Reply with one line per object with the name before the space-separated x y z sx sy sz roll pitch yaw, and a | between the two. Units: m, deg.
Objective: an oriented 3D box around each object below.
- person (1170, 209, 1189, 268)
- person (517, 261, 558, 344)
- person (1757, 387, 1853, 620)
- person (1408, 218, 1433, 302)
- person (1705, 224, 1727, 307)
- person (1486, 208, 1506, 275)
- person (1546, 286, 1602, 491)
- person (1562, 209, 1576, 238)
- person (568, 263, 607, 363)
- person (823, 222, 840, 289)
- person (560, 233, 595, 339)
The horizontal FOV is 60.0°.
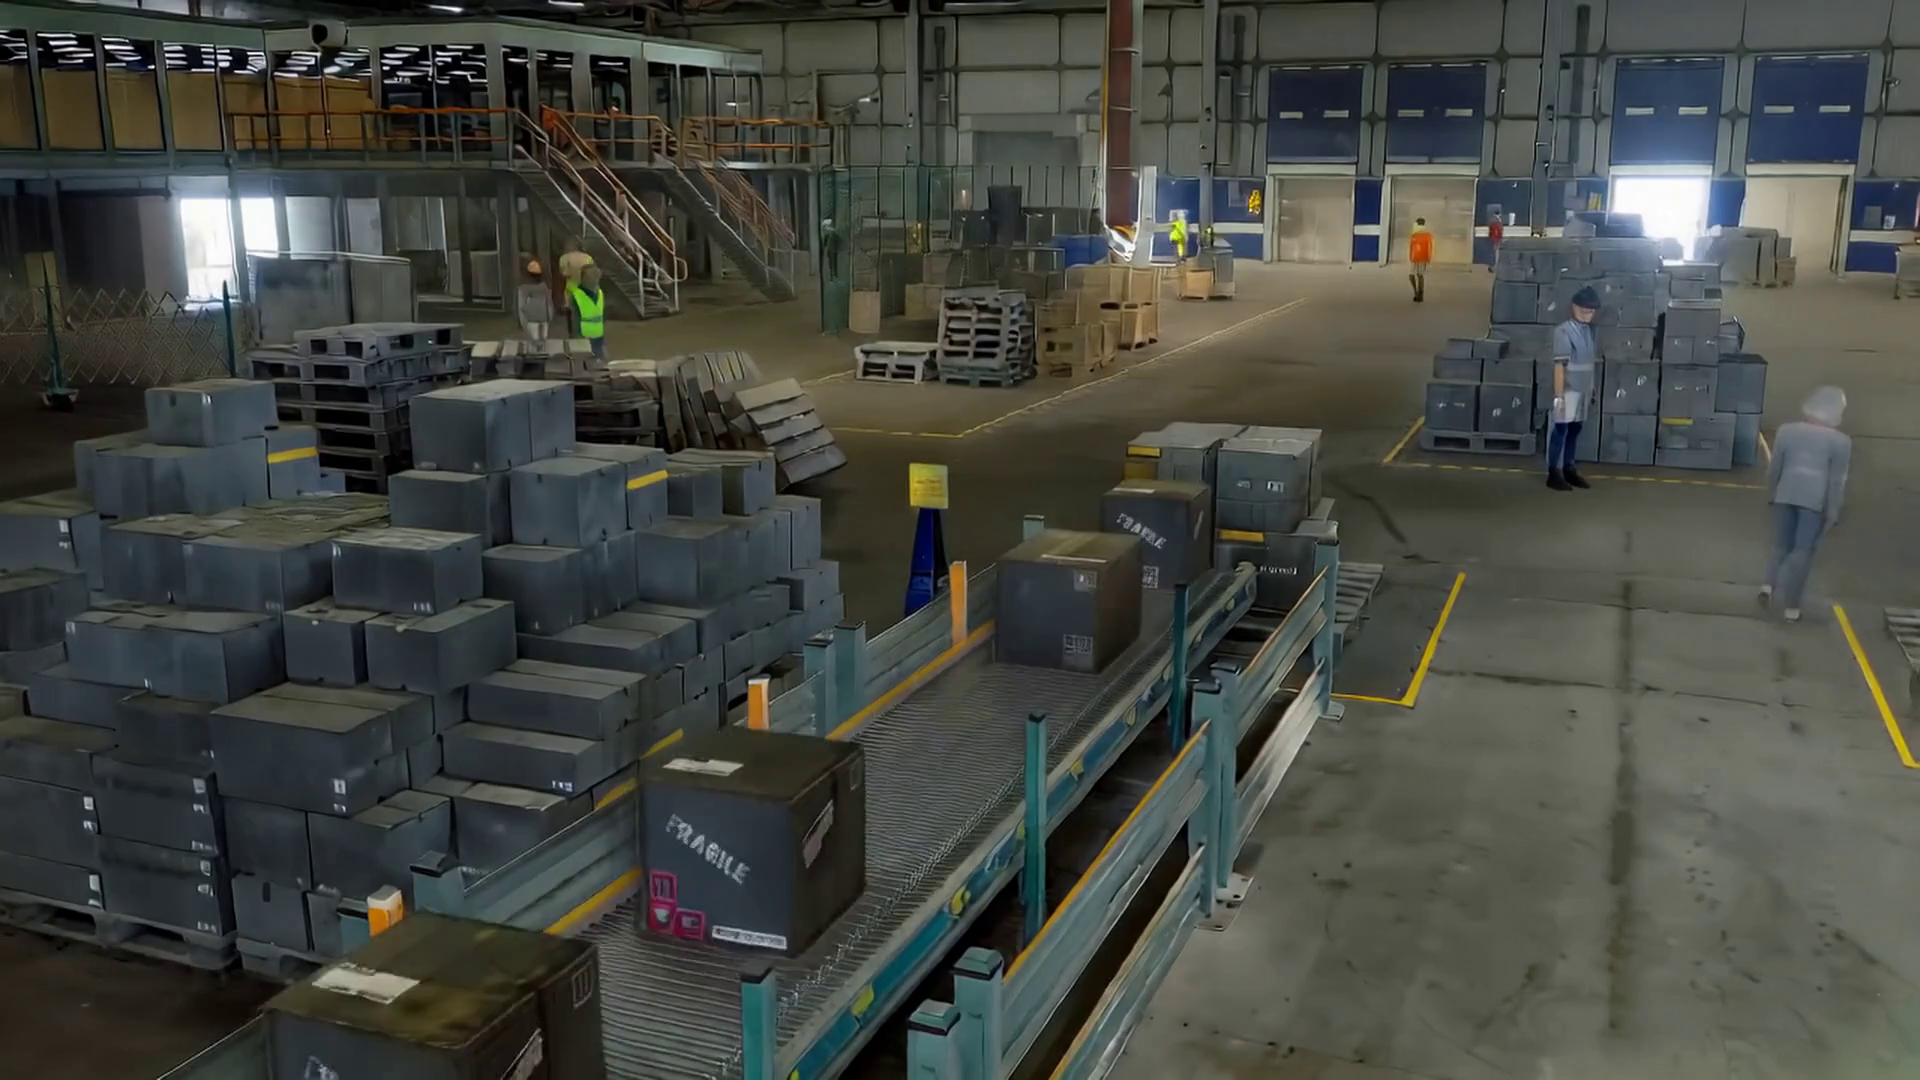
person | 6.742 -9.271 51.168 0.661 1.819 0.479 -5 14 -22
person | -5.878 -3.025 23.297 0.709 1.741 0.541 10 16 38
person | 5.597 -0.217 11.063 0.446 1.607 0.527 -11 17 -40
person | 10.519 -6.381 37.967 0.555 1.921 0.464 -2 13 -9
person | 16.658 -6.085 36.897 0.788 1.807 0.653 6 14 24
person | 15.521 -8.579 47.876 0.609 1.893 0.778 -12 17 -43
person | 5.837 -1.431 15.757 0.542 1.931 0.366 -8 15 -33
person | 16.968 -8.211 46.144 1.019 1.952 0.637 -7 14 -29
person | -4.618 -2.445 20.402 0.876 1.897 0.602 7 14 29
person | -3.300 -7.272 42.488 0.491 1.695 0.905 -1 13 -4
person | -6.616 -4.336 28.790 0.620 1.919 0.953 -5 13 -21
